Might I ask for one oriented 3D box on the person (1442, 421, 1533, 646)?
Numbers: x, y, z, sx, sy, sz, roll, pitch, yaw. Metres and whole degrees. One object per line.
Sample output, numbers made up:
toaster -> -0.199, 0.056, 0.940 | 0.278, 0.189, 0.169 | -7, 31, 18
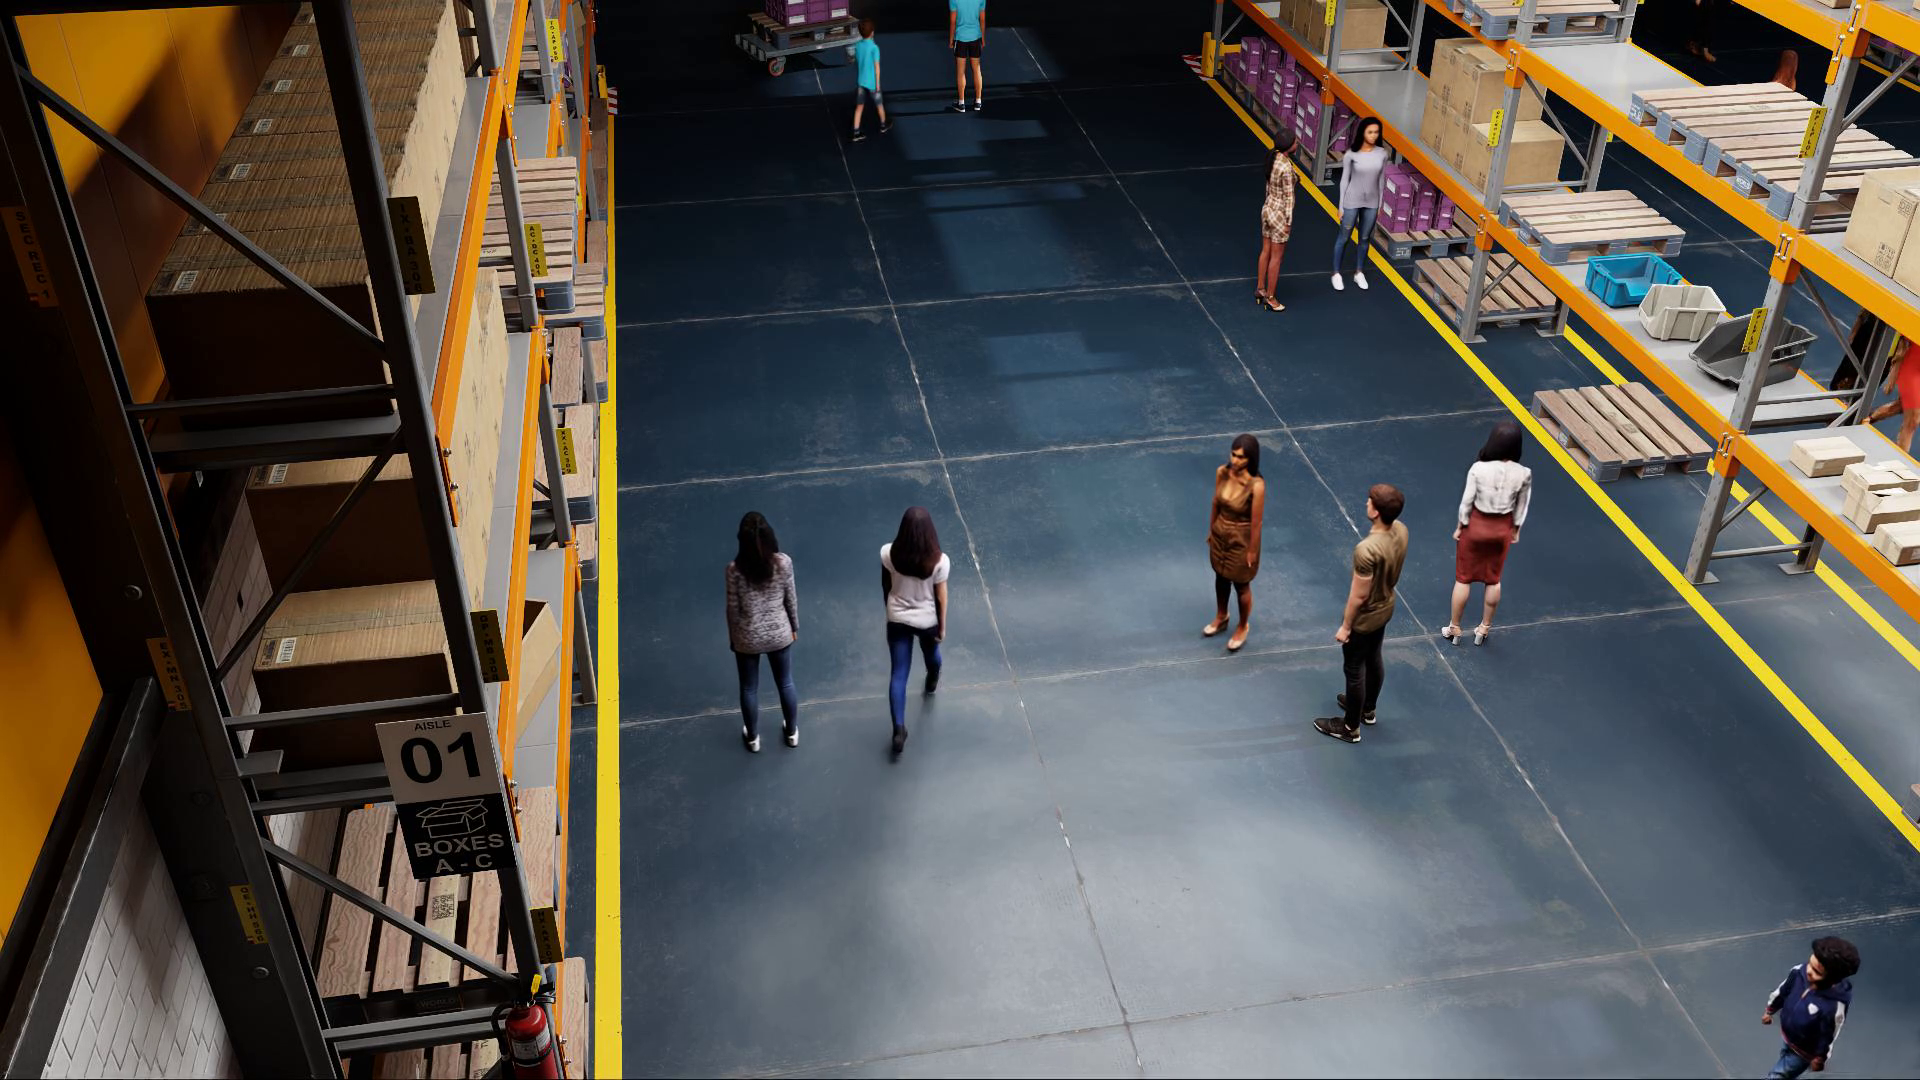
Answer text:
person -> 3.579, -0.031, 11.315 | 0.646, 1.751, 0.587 | 2, 34, 3

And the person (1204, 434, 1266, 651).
person -> 1.875, 0.008, 11.317 | 0.706, 1.684, 0.607 | -25, 41, -33

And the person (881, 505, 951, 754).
person -> -0.315, 0.594, 10.480 | 0.871, 1.634, 1.214 | 5, 34, 7

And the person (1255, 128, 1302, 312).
person -> 3.009, -3.042, 15.804 | 0.662, 1.795, 0.512 | -9, 35, -13

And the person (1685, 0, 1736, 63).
person -> 10.109, -7.371, 22.413 | 0.693, 1.690, 0.942 | -11, 35, -16

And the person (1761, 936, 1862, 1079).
person -> 4.177, 2.407, 8.135 | 0.602, 1.210, 0.504 | -4, 34, -5

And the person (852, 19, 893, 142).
person -> -1.131, -5.427, 19.738 | 0.913, 1.412, 1.014 | 18, 38, 25

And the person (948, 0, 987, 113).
person -> 0.099, -6.201, 20.575 | 0.631, 1.775, 0.526 | -8, 34, -12

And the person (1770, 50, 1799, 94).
person -> 8.728, -4.437, 17.964 | 0.642, 1.729, 0.612 | -17, 37, -24

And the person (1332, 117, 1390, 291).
person -> 3.900, -3.289, 16.231 | 0.610, 1.735, 0.537 | -3, 34, -5

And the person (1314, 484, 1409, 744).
person -> 2.575, 0.455, 10.493 | 0.782, 1.852, 0.747 | 25, 41, 33

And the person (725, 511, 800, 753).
person -> -1.241, 0.583, 10.408 | 0.628, 1.731, 0.567 | -11, 35, -15
